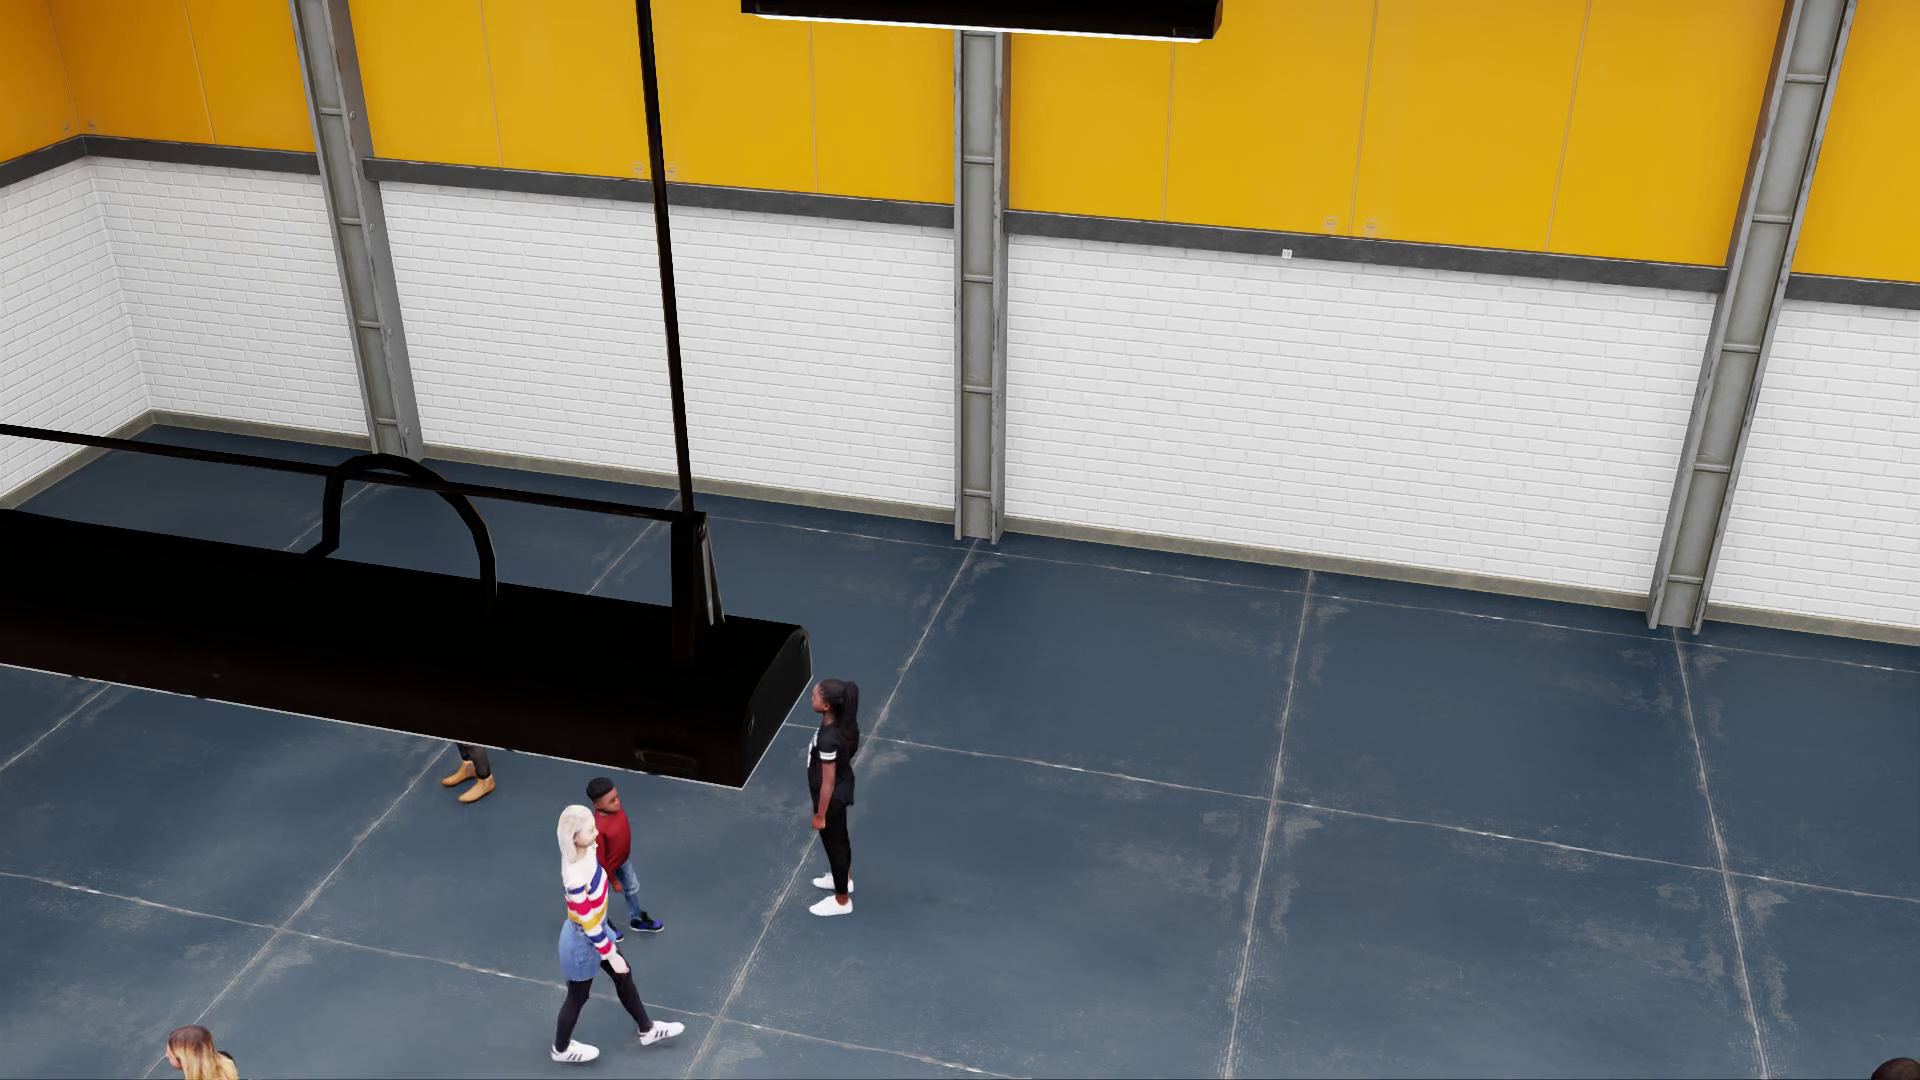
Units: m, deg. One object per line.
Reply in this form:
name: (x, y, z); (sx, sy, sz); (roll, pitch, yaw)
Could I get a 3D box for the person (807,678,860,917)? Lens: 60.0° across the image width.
person: (-0.792, 1.604, 10.462); (0.654, 1.729, 0.659); (2, 29, 3)

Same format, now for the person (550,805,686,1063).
person: (-2.170, 2.233, 9.261); (1.073, 1.775, 0.835); (0, 29, 1)

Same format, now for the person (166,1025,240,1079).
person: (-3.420, 2.988, 8.017); (1.047, 1.640, 0.842); (-6, 29, -10)

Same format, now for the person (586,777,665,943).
person: (-2.234, 1.971, 10.298); (0.666, 1.243, 0.556); (12, 31, 21)
